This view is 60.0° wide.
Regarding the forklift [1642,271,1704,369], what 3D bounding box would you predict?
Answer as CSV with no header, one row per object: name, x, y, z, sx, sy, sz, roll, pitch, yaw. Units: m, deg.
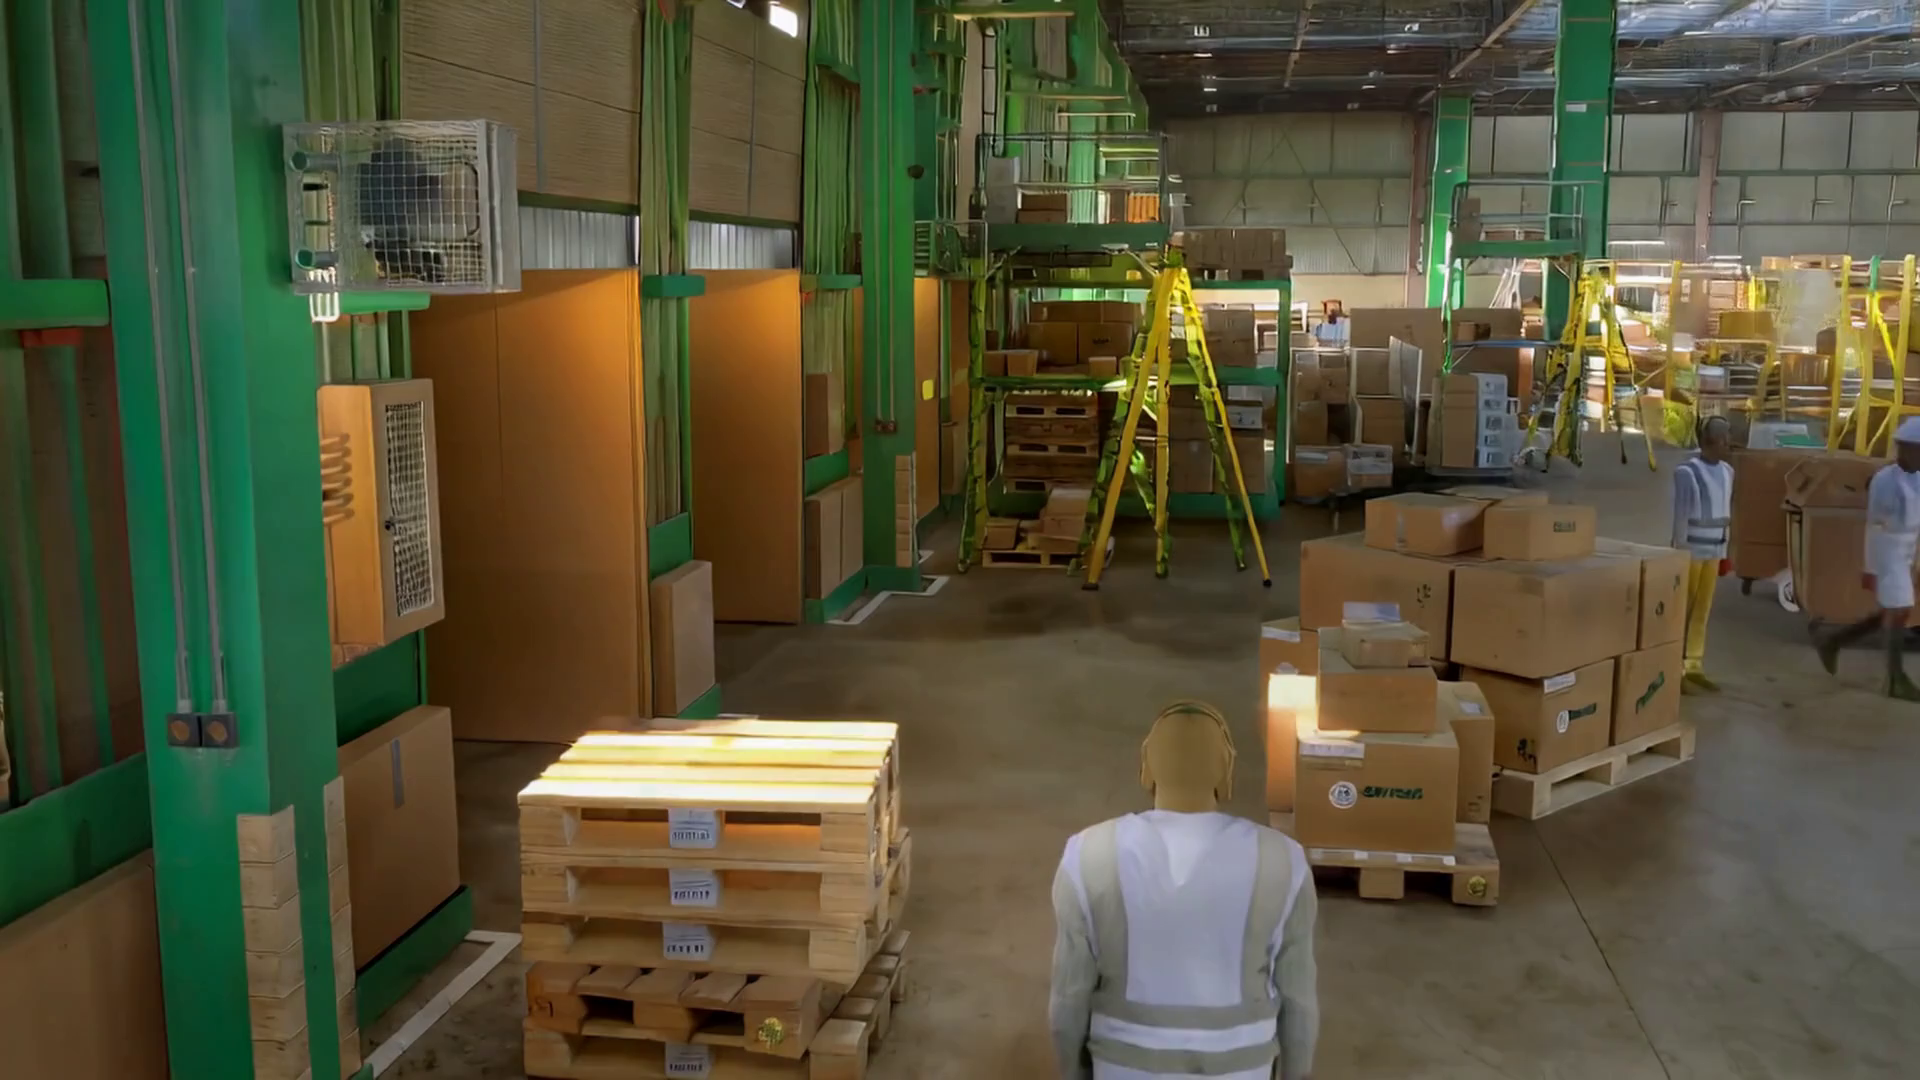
forklift,20.583,-6.250,47.310,1.873,2.768,1.129,-3,10,-19

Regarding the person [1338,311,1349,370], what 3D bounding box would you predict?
person,11.076,-5.721,47.689,0.533,1.698,0.318,-1,9,-8

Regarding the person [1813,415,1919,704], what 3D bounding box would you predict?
person,6.187,0.100,11.166,0.549,1.910,0.812,-6,11,-34

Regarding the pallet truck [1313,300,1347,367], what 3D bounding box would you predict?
pallet truck,11.159,-6.200,49.718,0.823,1.965,1.885,4,10,26

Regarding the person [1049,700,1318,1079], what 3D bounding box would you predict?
person,0.532,1.290,4.003,0.634,1.841,0.429,1,9,5

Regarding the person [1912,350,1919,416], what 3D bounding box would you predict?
person,15.499,-2.341,26.739,0.335,1.735,0.484,5,10,28

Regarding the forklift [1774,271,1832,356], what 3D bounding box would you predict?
forklift,19.697,-4.806,38.408,1.873,2.768,1.129,1,9,9

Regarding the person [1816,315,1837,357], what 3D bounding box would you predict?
person,17.660,-3.618,33.988,0.627,1.936,0.374,-6,11,-34

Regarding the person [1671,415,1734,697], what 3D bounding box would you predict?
person,4.995,0.103,11.202,0.575,1.882,0.361,-6,11,-35
